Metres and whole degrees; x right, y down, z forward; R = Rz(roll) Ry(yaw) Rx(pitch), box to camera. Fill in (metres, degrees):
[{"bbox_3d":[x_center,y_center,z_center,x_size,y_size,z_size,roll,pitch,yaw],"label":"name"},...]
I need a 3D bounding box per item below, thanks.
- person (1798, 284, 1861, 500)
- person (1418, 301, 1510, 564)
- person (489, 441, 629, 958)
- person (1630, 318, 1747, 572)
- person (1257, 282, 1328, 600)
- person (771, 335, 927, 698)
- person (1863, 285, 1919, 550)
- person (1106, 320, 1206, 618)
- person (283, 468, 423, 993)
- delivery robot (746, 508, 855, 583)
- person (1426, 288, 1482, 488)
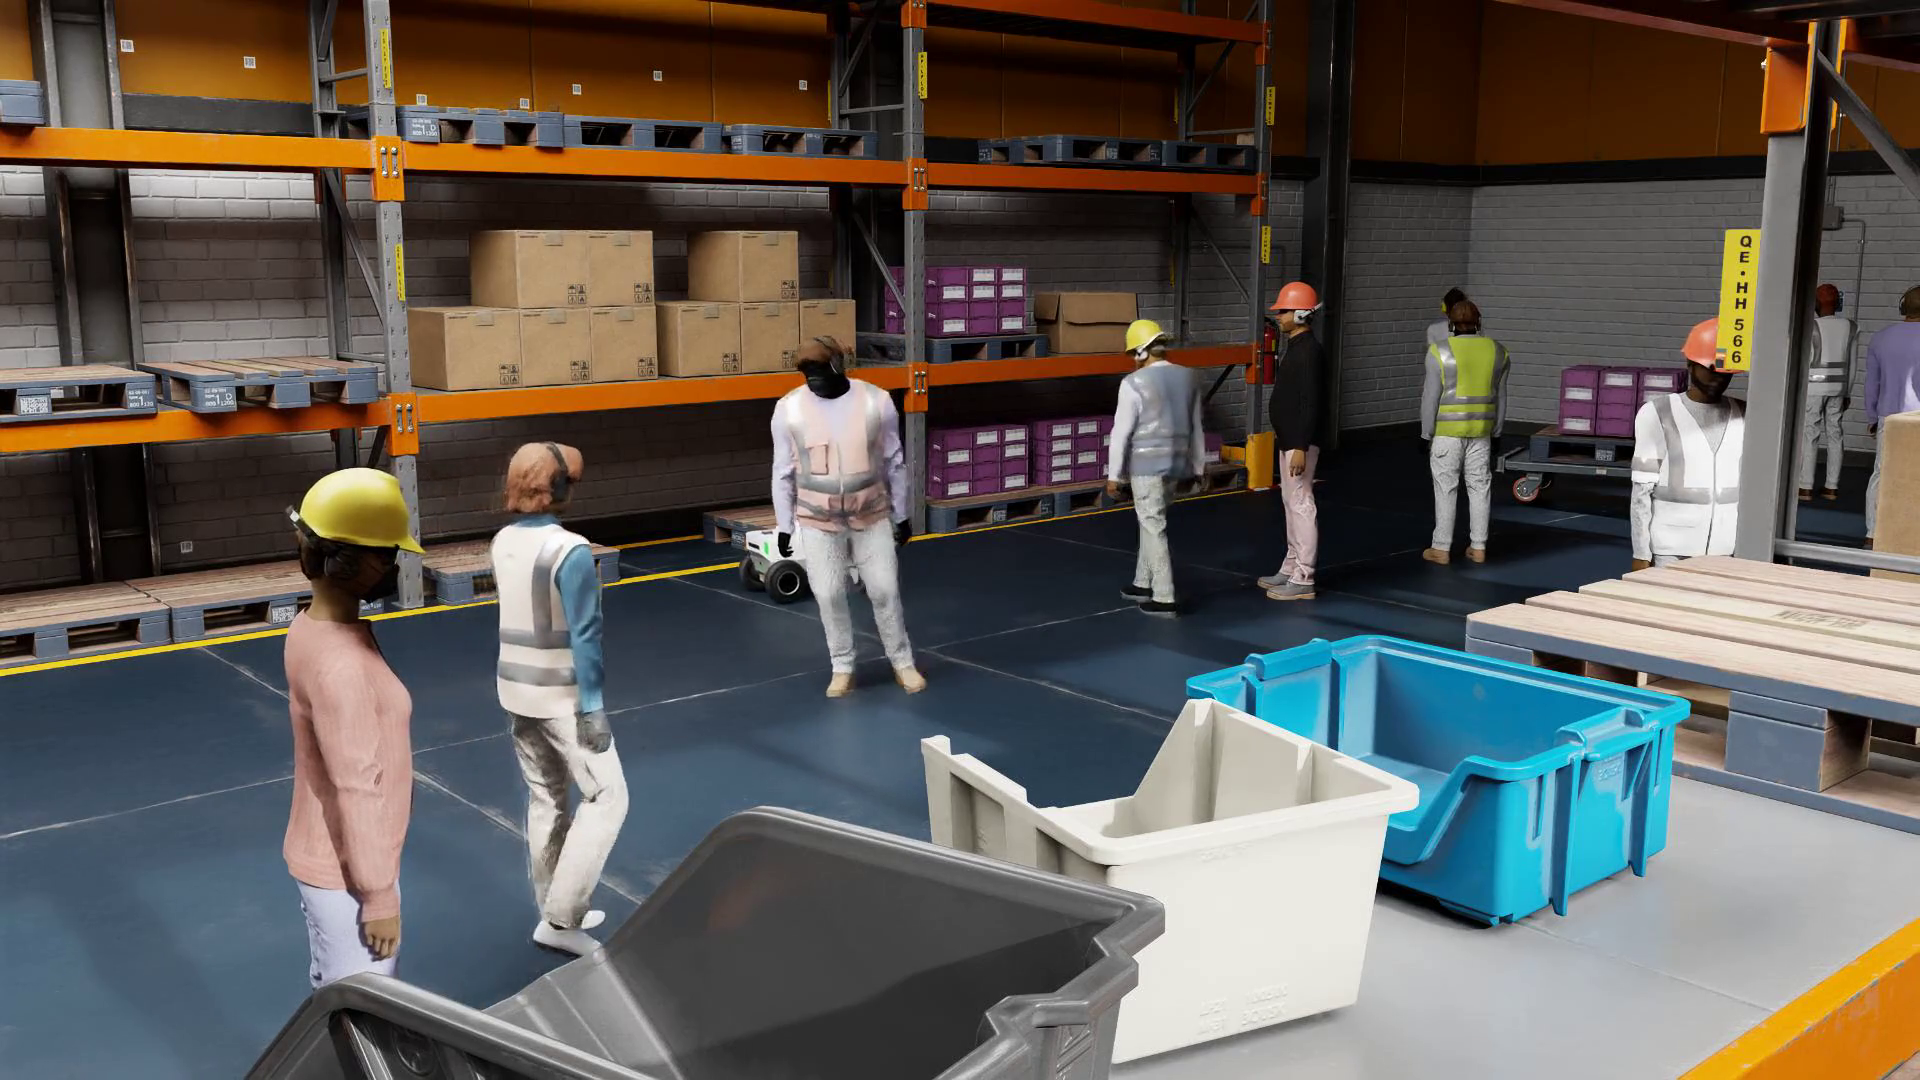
[{"bbox_3d":[7.518,-1.284,14.512,0.572,1.887,0.355,-1,10,-5],"label":"person"},{"bbox_3d":[3.505,-0.750,11.662,0.634,1.837,0.429,-2,10,-10],"label":"person"},{"bbox_3d":[-1.256,0.506,5.193,0.567,1.630,0.368,10,14,44],"label":"person"},{"bbox_3d":[3.117,0.026,7.060,0.543,1.928,0.372,-1,10,-6],"label":"person"},{"bbox_3d":[2.118,-0.623,10.506,0.381,1.994,0.615,0,10,2],"label":"person"},{"bbox_3d":[-0.570,-0.102,8.150,0.699,1.802,0.434,-1,10,-6],"label":"person"},{"bbox_3d":[6.833,-0.860,11.990,0.359,1.939,0.635,-5,11,-27],"label":"person"},{"bbox_3d":[1.148,-0.446,10.133,0.646,1.768,0.776,-7,12,-35],"label":"person"},{"bbox_3d":[-1.310,0.718,3.662,0.323,1.761,0.523,-5,11,-28],"label":"person"},{"bbox_3d":[-0.986,0.033,10.592,0.707,0.478,0.477,-6,12,-29],"label":"delivery robot"},{"bbox_3d":[4.574,-1.412,15.434,0.517,1.818,0.993,3,11,16],"label":"person"}]
